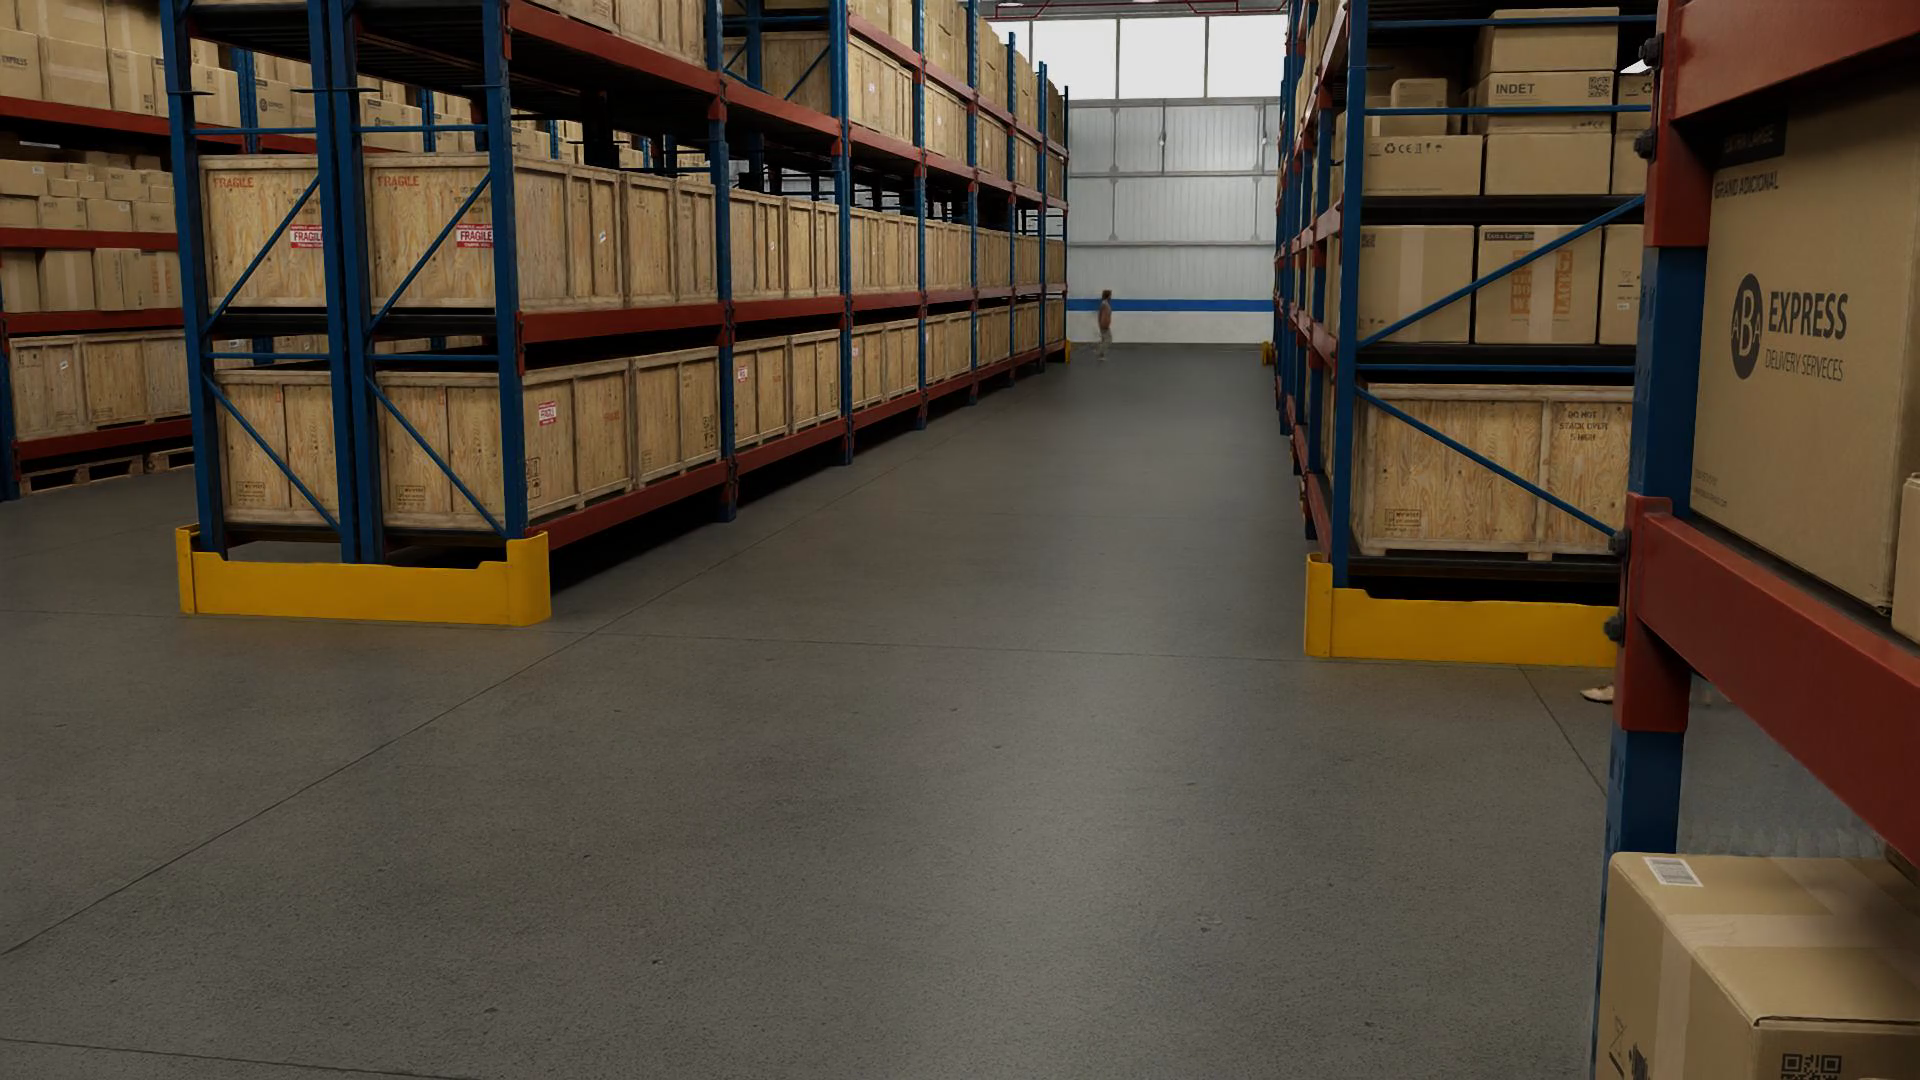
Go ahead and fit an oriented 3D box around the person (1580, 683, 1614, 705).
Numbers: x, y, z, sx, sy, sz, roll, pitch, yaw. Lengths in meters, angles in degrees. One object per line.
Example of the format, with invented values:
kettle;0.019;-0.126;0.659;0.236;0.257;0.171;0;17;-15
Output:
person;3.429;-0.039;7.558;0.965;1.708;0.535;2;9;9

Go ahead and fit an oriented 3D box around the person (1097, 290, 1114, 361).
person;3.311;-4.855;37.709;0.371;1.625;0.521;2;9;9
